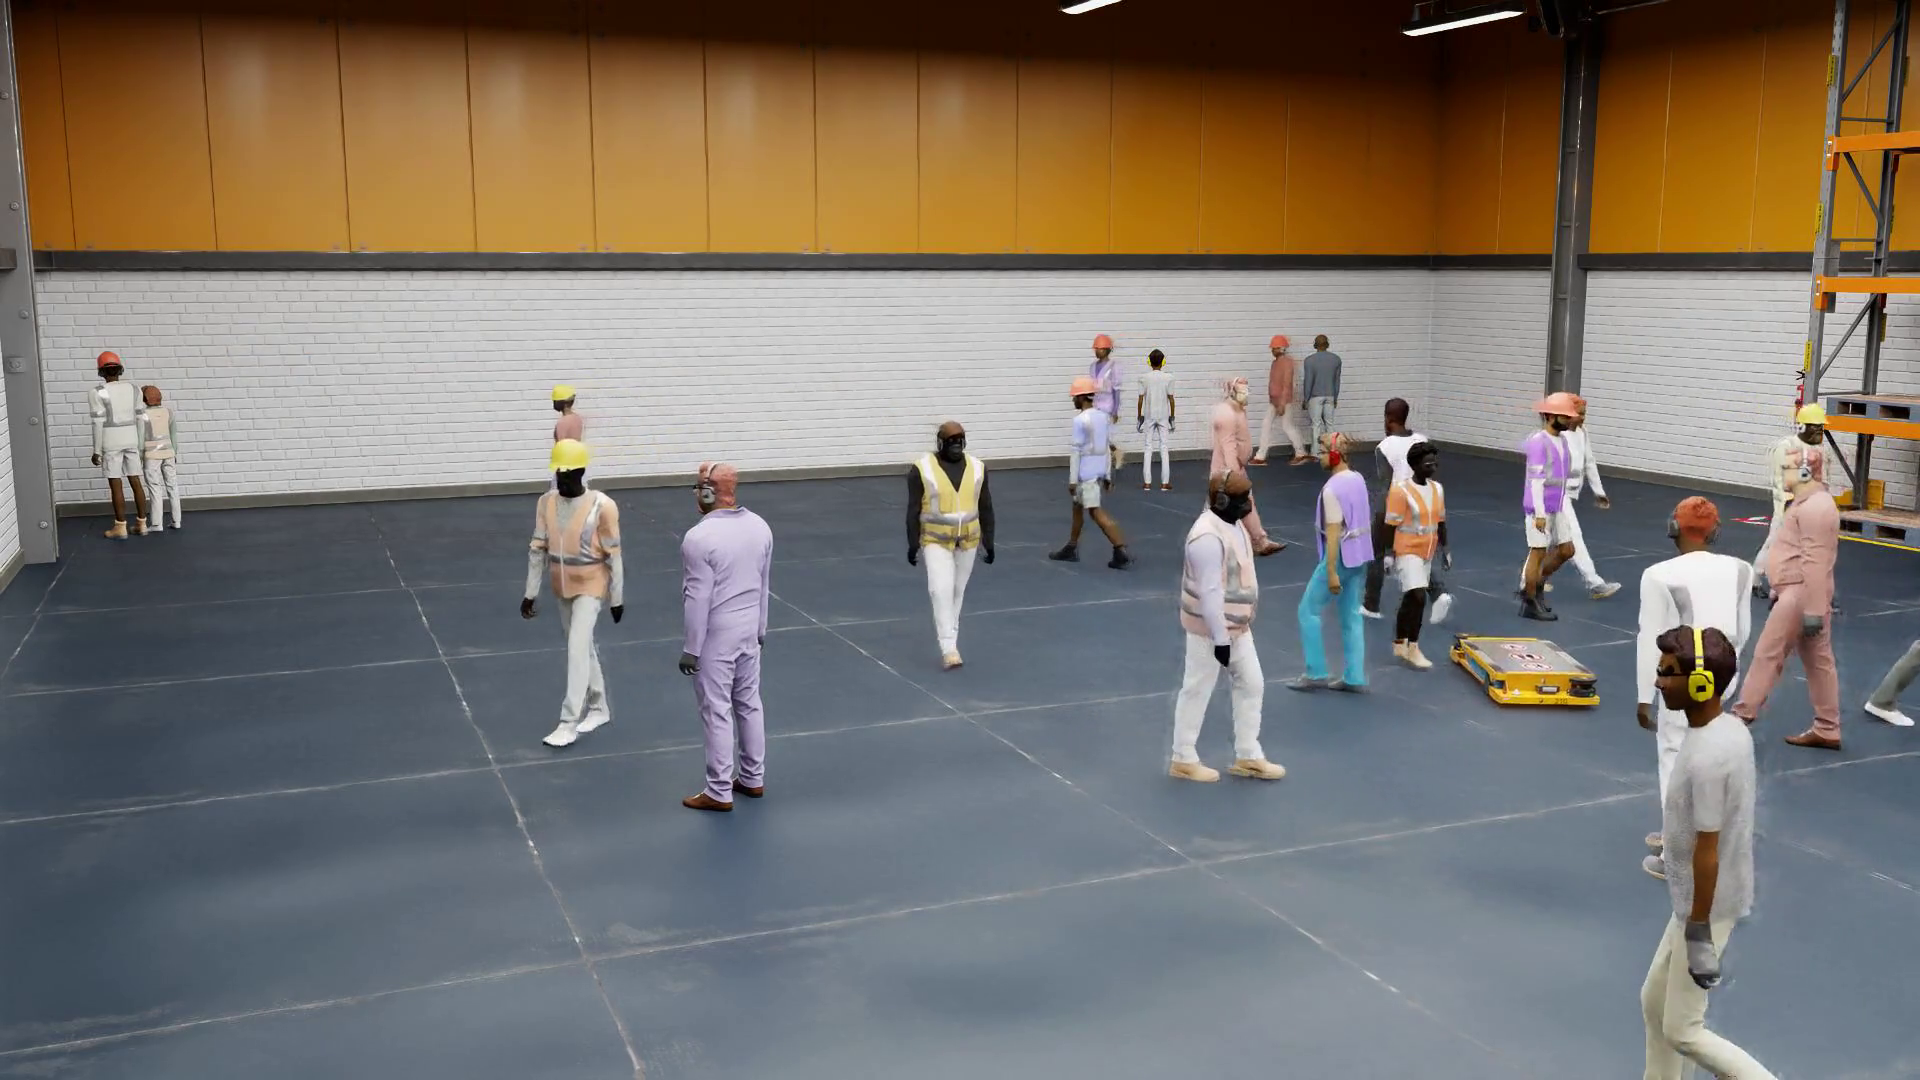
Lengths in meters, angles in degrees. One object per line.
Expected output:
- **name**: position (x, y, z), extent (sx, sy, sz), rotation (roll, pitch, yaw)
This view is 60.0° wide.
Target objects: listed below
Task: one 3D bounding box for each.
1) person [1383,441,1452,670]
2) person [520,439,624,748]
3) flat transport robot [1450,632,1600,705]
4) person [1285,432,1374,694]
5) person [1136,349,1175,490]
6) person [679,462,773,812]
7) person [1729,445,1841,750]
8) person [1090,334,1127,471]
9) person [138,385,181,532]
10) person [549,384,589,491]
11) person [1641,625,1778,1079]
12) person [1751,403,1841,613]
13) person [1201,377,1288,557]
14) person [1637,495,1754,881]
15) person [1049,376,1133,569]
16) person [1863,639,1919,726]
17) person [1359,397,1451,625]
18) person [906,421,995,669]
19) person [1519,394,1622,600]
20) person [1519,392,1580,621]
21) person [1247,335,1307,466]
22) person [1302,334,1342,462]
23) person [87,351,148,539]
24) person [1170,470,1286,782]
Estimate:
- **person**: position (3.409, 0.117, 12.198), extent (0.557, 1.674, 0.592), rotation (-7, 11, -35)
- **person**: position (-2.452, 0.330, 10.305), extent (0.594, 1.893, 0.889), rotation (5, 11, 29)
- **flat transport robot**: position (3.965, 0.898, 11.751), extent (0.652, 0.197, 1.431), rotation (1, 9, 3)
- **person**: position (2.556, 0.162, 11.537), extent (0.651, 1.822, 0.568), rotation (8, 12, 38)
- **person**: position (2.588, -1.587, 21.968), extent (0.518, 1.874, 0.328), rotation (2, 10, 11)
- **person**: position (-1.307, 0.522, 9.088), extent (0.407, 1.905, 0.655), rotation (6, 11, 32)
- **person**: position (5.028, 0.349, 10.229), extent (0.909, 1.866, 0.679), rotation (5, 11, 28)
- **person**: position (2.054, -1.865, 23.210), extent (0.758, 2.024, 0.612), rotation (-7, 11, -35)
- **person**: position (-8.939, -0.902, 18.517), extent (0.312, 1.642, 0.512), rotation (5, 11, 29)
- **person**: position (-4.056, -0.777, 17.464), extent (0.853, 1.733, 0.526), rotation (3, 10, 18)
- **person**: position (2.434, 1.184, 5.304), extent (0.732, 1.840, 0.519), rotation (6, 11, 30)
- **person**: position (7.262, -0.300, 14.450), extent (0.582, 1.793, 0.942), rotation (-3, 10, -18)
- **person**: position (2.798, -0.705, 16.680), extent (1.000, 1.851, 0.666), rotation (3, 10, 19)
- **person**: position (3.557, 0.717, 8.082), extent (0.584, 1.847, 0.607), rotation (-2, 10, -10)
- **person**: position (1.315, -0.665, 16.370), extent (0.984, 1.890, 0.545), rotation (6, 11, 34)
- **person**: position (6.291, 0.320, 10.460), extent (1.018, 1.871, 0.600), rotation (6, 11, 34)
- **person**: position (3.680, -0.242, 13.791), extent (0.578, 1.884, 0.860), rotation (-6, 11, -31)
- **person**: position (-0.018, 0.046, 12.244), extent (0.654, 1.811, 0.848), rotation (-4, 10, -21)
- **person**: position (5.454, -0.387, 14.813), extent (1.009, 1.818, 0.597), rotation (9, 13, 42)
- **person**: position (4.908, -0.269, 13.846), extent (0.563, 1.924, 0.406), rotation (-8, 12, -41)
- **person**: position (4.744, -2.057, 24.581), extent (0.929, 1.957, 0.625), rotation (-2, 10, -14)
- **person**: position (5.446, -2.137, 25.112), extent (0.629, 1.937, 0.379), rotation (-3, 10, -19)
- **person**: position (-9.169, -1.030, 18.087), extent (0.395, 2.040, 0.609), rotation (5, 11, 30)
- **person**: position (1.557, 0.507, 9.453), extent (0.770, 1.811, 0.653), rotation (5, 10, 26)
